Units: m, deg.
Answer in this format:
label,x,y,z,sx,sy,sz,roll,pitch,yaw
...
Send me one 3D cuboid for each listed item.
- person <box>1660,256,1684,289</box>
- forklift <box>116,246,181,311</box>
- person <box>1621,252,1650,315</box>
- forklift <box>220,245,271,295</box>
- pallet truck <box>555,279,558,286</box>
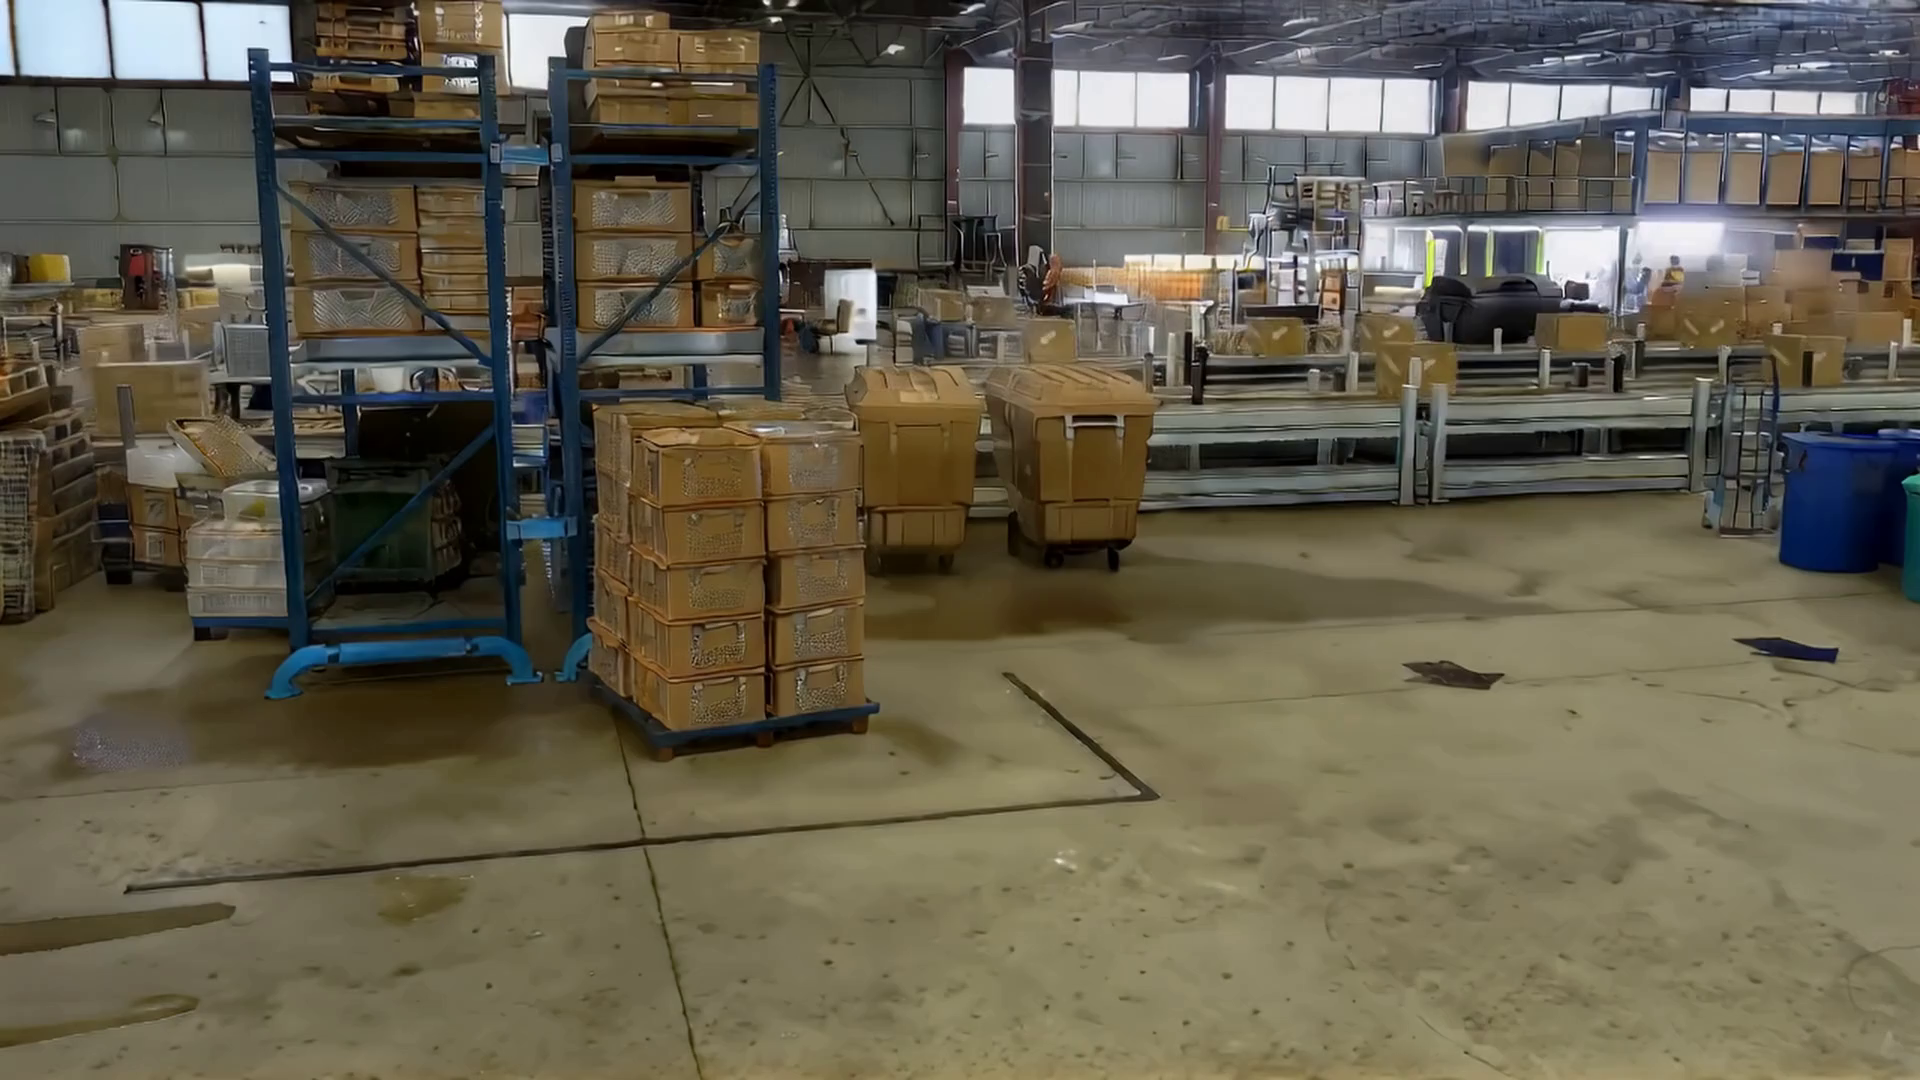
label,x,y,z,sx,sy,sz,roll,pitch,yaw
person,18.927,-6.622,44.325,0.590,1.867,0.624,-3,10,-15
forklift,-19.966,-6.232,40.894,1.157,1.987,2.680,-3,10,-15
person,15.793,-5.728,38.875,0.614,2.017,0.921,5,11,26
forklift,-17.749,-6.334,41.440,1.157,1.987,2.680,-3,10,-17
pallet truck,-10.604,-6.375,44.520,0.653,1.274,1.630,-3,10,-15
